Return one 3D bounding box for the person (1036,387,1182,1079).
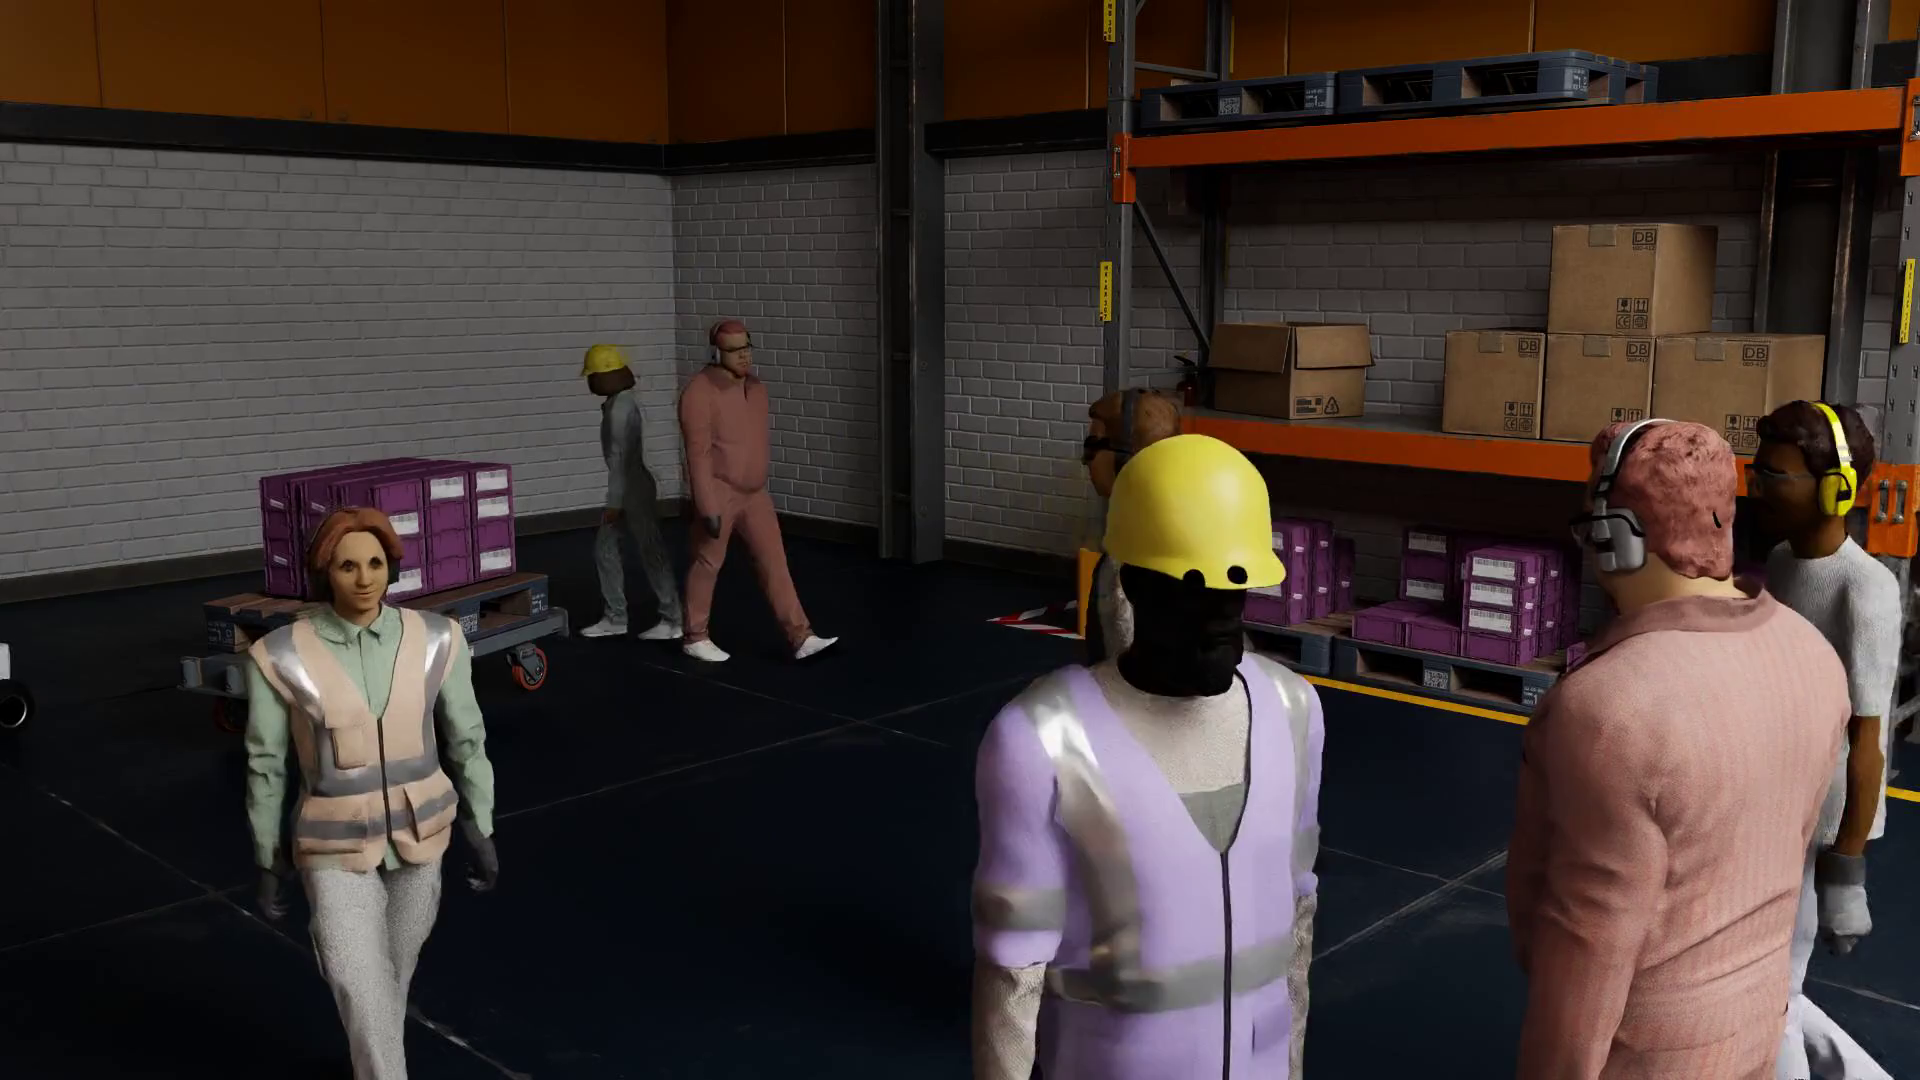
[{"bbox_3d":[0.480,0.531,4.184,0.510,1.835,0.529,3,10,18],"label":"person"}]

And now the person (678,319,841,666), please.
[{"bbox_3d":[-1.122,-0.223,8.757,0.996,1.846,0.653,6,11,33],"label":"person"}]

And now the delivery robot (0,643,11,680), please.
[{"bbox_3d":[-4.566,0.613,7.299,0.477,0.478,0.707,4,10,20],"label":"delivery robot"}]

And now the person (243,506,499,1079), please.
[{"bbox_3d":[-1.349,0.706,3.850,0.529,1.595,0.847,-7,11,-35],"label":"person"}]

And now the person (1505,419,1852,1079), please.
[{"bbox_3d":[1.034,0.764,2.558,0.636,1.902,0.406,-7,12,-37],"label":"person"}]

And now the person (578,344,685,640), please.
[{"bbox_3d":[-1.895,-0.253,9.389,0.703,1.692,0.480,-3,10,-15],"label":"person"}]

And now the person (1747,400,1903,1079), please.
[{"bbox_3d":[1.844,0.622,3.570,0.489,1.853,0.552,1,9,8],"label":"person"}]

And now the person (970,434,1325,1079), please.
[{"bbox_3d":[0.262,0.778,2.480,0.596,1.902,0.796,-5,10,-28],"label":"person"}]
